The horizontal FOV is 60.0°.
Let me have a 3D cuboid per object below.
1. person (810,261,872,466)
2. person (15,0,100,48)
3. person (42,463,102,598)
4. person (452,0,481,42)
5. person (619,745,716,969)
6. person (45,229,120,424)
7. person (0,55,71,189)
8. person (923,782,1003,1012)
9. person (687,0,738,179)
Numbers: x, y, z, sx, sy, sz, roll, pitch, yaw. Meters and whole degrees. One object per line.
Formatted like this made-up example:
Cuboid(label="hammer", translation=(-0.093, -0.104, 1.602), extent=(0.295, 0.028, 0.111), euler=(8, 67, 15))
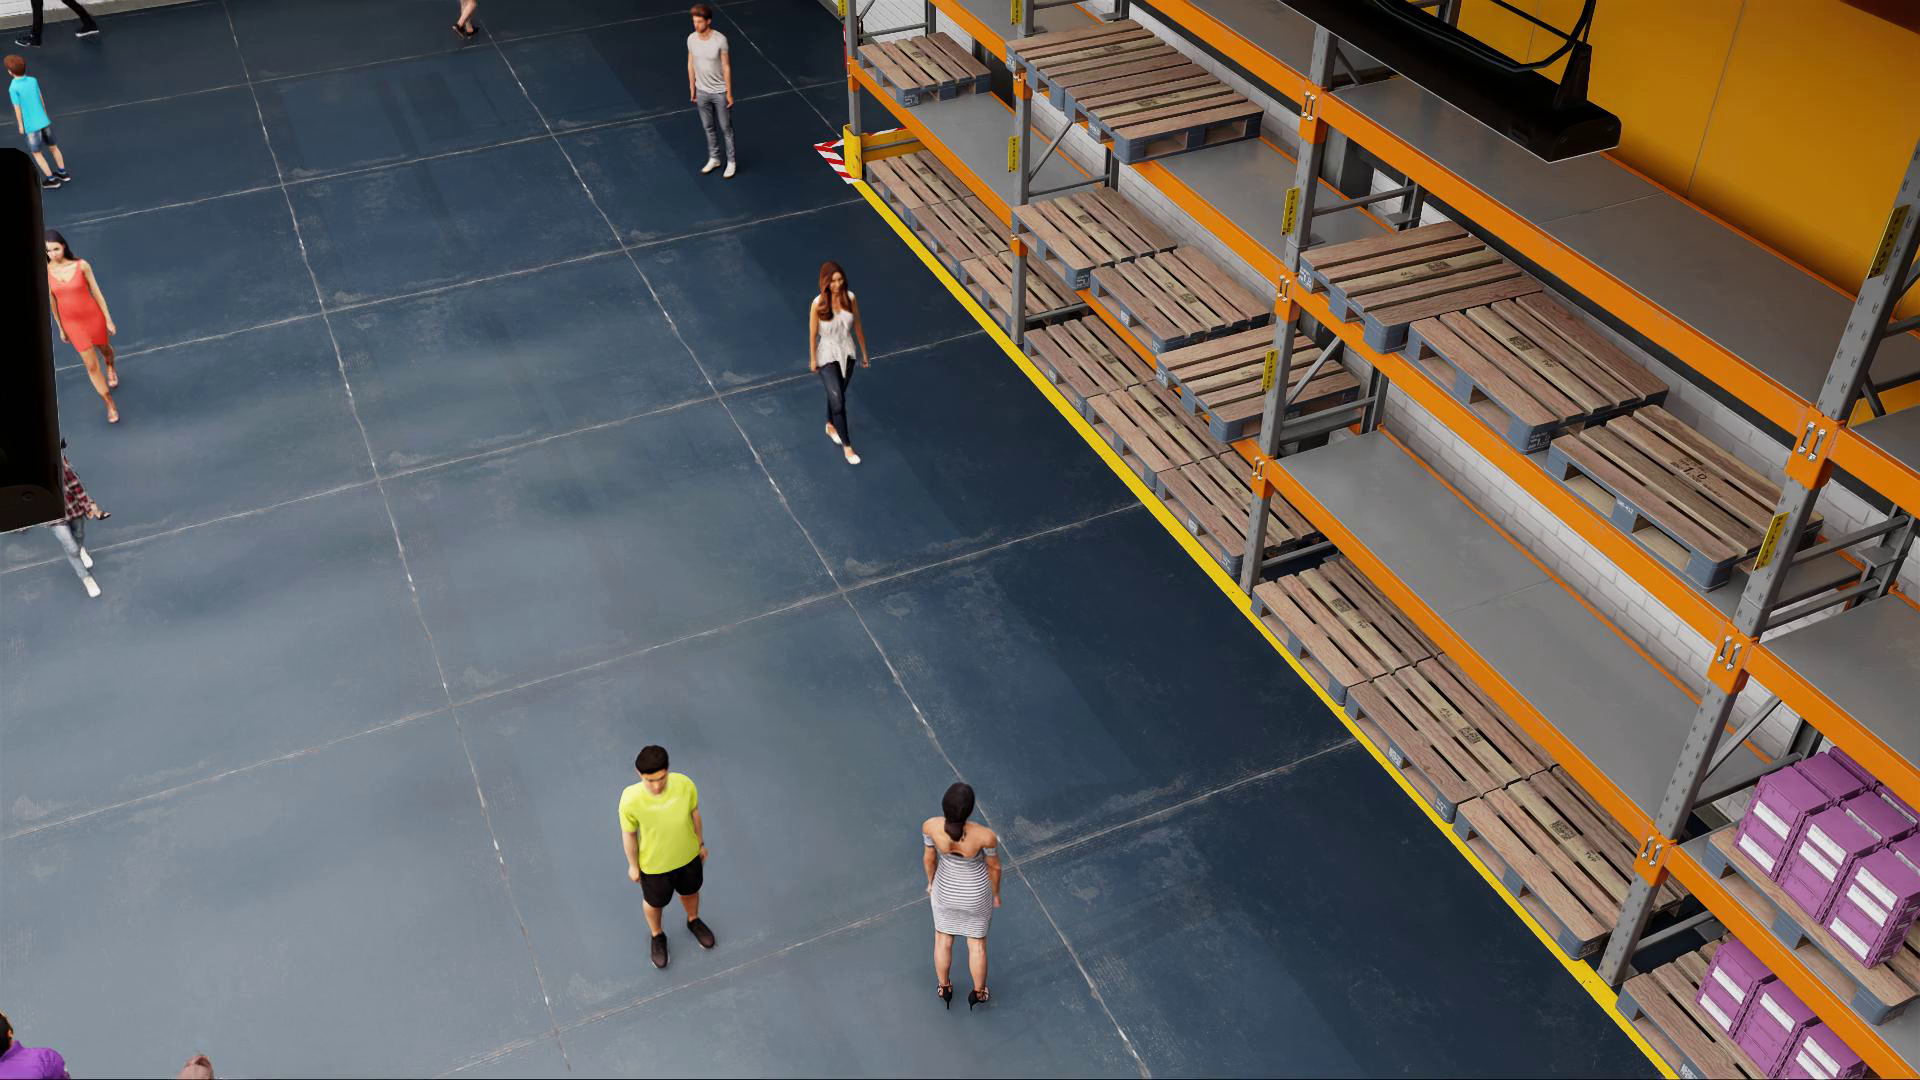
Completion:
Cuboid(label="person", translation=(-1.080, -1.558, 13.899), extent=(0.712, 1.763, 0.969), euler=(-23, 44, -26))
Cuboid(label="person", translation=(-11.374, -7.073, 20.823), extent=(0.672, 1.739, 1.116), euler=(-16, 41, -19))
Cuboid(label="person", translation=(-6.834, -0.244, 12.641), extent=(0.703, 1.279, 0.953), euler=(-29, 47, -31))
Cuboid(label="person", translation=(-6.326, -7.029, 20.922), extent=(0.838, 1.548, 0.896), euler=(13, 40, 16))
Cuboid(label="person", translation=(-1.718, 1.810, 9.726), extent=(0.626, 1.707, 0.510), euler=(-18, 42, -21))
Cuboid(label="person", translation=(-7.585, -1.918, 14.416), extent=(0.594, 1.681, 1.088), euler=(-17, 42, -20))
Cuboid(label="person", translation=(-9.912, -4.491, 17.824), extent=(0.677, 1.448, 0.617), euler=(13, 41, 16))
Cuboid(label="person", translation=(0.005, 2.021, 9.370), extent=(0.679, 1.822, 0.718), euler=(8, 39, 10))
Cuboid(label="person", translation=(-2.661, -4.861, 17.935), extent=(0.752, 1.887, 0.801), euler=(11, 40, 13))
